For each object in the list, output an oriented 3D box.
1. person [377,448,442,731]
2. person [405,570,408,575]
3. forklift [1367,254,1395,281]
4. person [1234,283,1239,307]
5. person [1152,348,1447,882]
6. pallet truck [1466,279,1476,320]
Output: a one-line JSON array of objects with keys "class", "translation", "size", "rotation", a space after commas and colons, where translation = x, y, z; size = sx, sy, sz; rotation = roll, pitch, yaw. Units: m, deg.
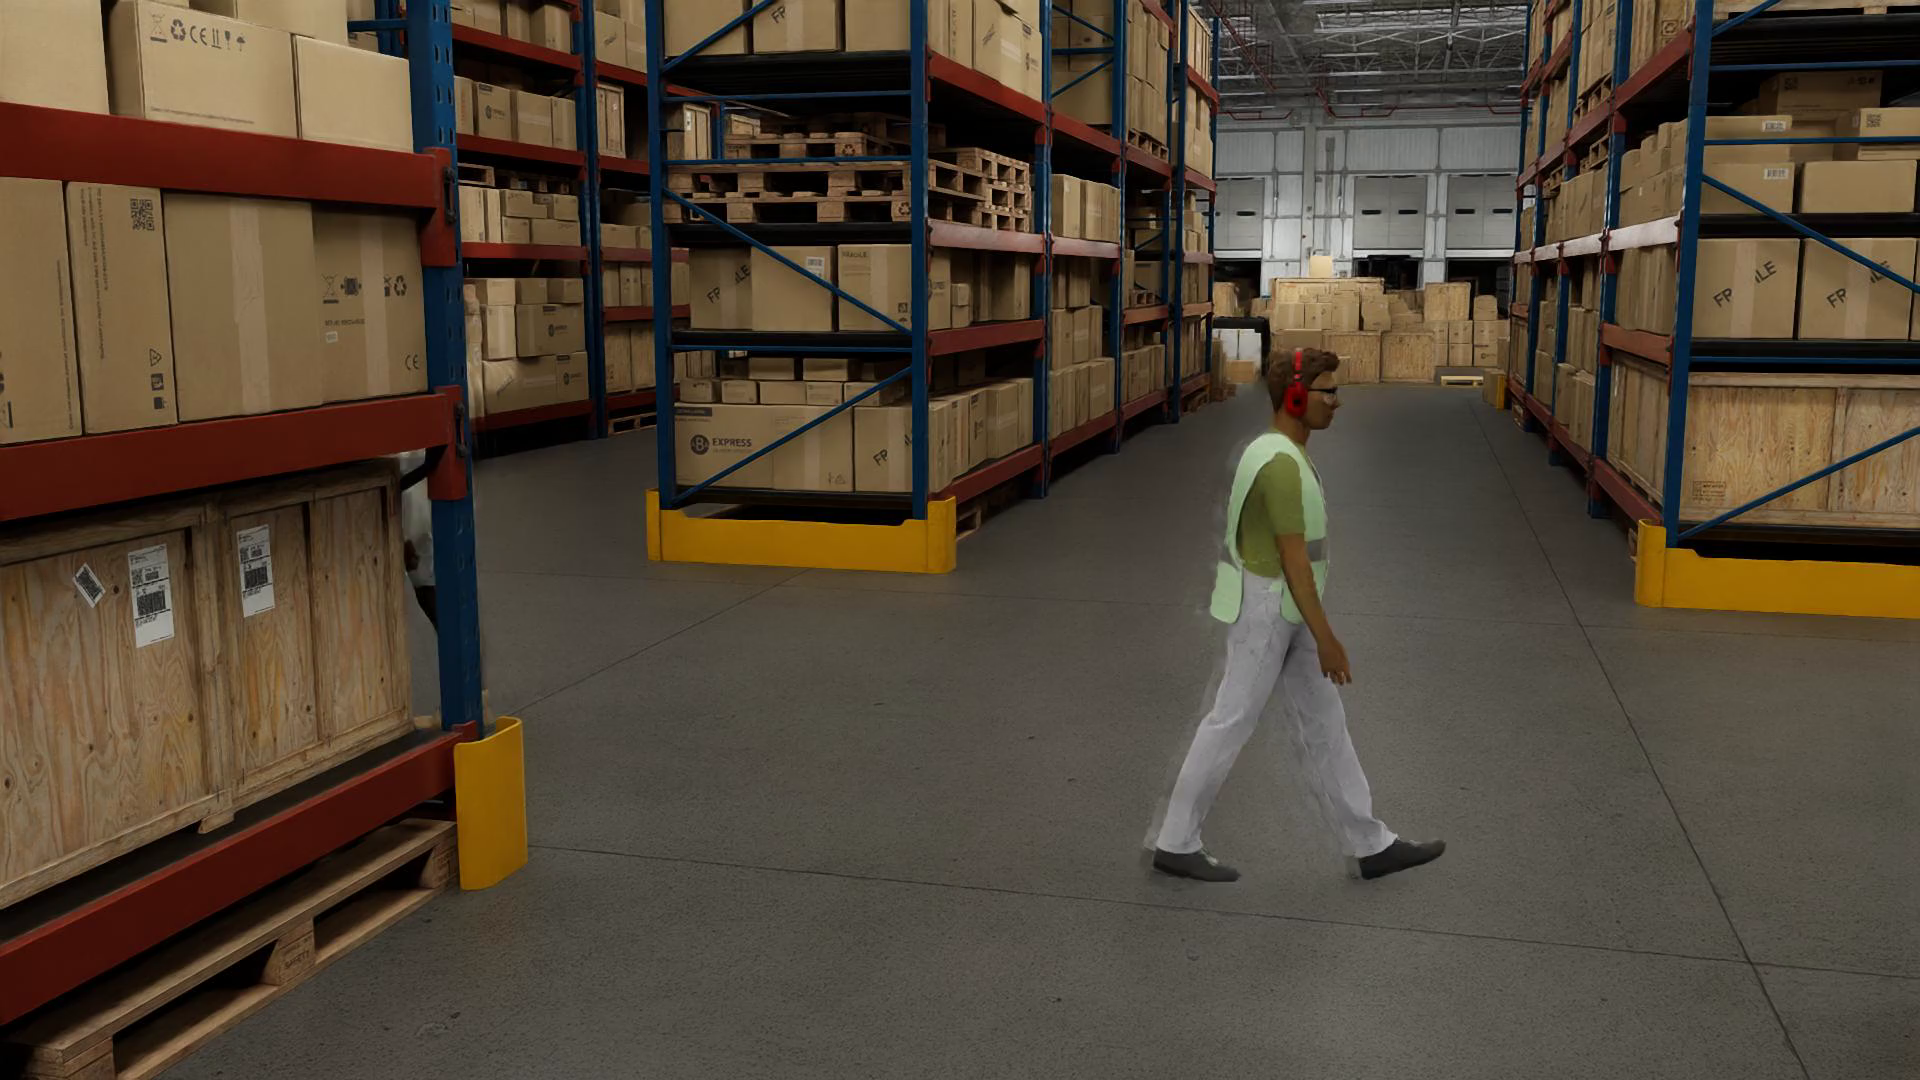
[{"class": "person", "translation": [-2.582, -0.114, 7.271], "size": [0.981, 1.998, 0.614], "rotation": [0, 9, 3]}, {"class": "person", "translation": [-3.911, -0.701, 11.355], "size": [0.636, 1.899, 0.400], "rotation": [9, 12, 43]}, {"class": "forklift", "translation": [14.333, -8.337, 56.737], "size": [1.129, 2.768, 1.873], "rotation": [-2, 9, -13]}, {"class": "person", "translation": [7.470, -6.023, 45.085], "size": [0.678, 1.914, 0.650], "rotation": [4, 10, 24]}, {"class": "person", "translation": [1.106, 0.273, 5.480], "size": [0.976, 1.794, 0.572], "rotation": [3, 9, 17]}, {"class": "pallet truck", "translation": [18.896, -8.459, 60.307], "size": [1.885, 1.965, 0.823], "rotation": [5, 10, 31]}]
